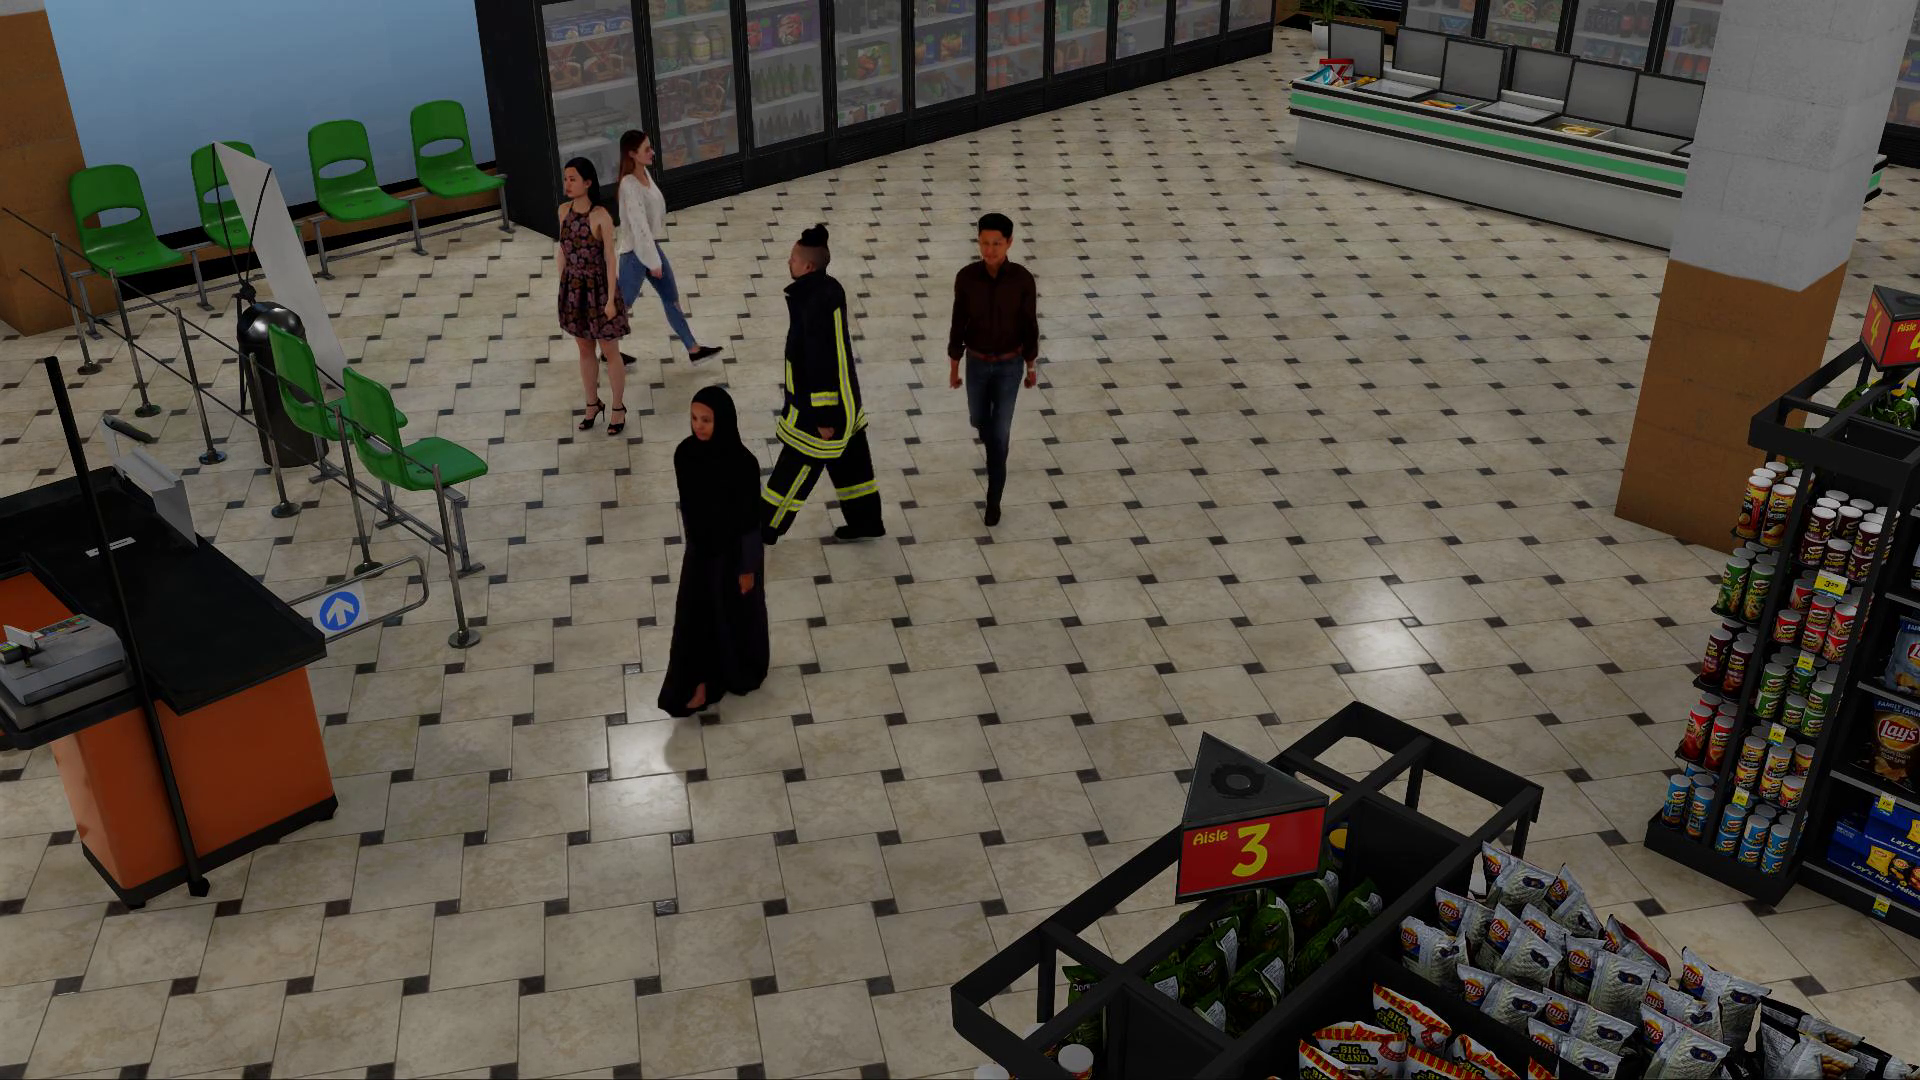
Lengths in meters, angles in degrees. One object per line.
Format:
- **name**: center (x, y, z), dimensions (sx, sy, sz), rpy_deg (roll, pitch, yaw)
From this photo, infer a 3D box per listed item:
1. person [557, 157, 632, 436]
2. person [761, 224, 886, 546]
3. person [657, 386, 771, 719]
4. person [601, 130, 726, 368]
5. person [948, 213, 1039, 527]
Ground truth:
- **person**: center (-2.292, -1.502, 10.342), dimensions (0.719, 1.775, 0.817), rpy_deg (13, 31, 22)
- **person**: center (-0.657, -0.776, 8.949), dimensions (1.253, 1.835, 1.169), rpy_deg (2, 29, 3)
- **person**: center (-1.062, 0.003, 7.760), dimensions (0.993, 1.606, 0.911), rpy_deg (12, 31, 20)
- **person**: center (-2.235, -1.898, 11.203), dimensions (1.182, 1.643, 1.065), rpy_deg (3, 29, 6)
- **person**: center (0.199, -1.020, 9.481), dimensions (1.145, 1.753, 1.129), rpy_deg (4, 29, 8)
